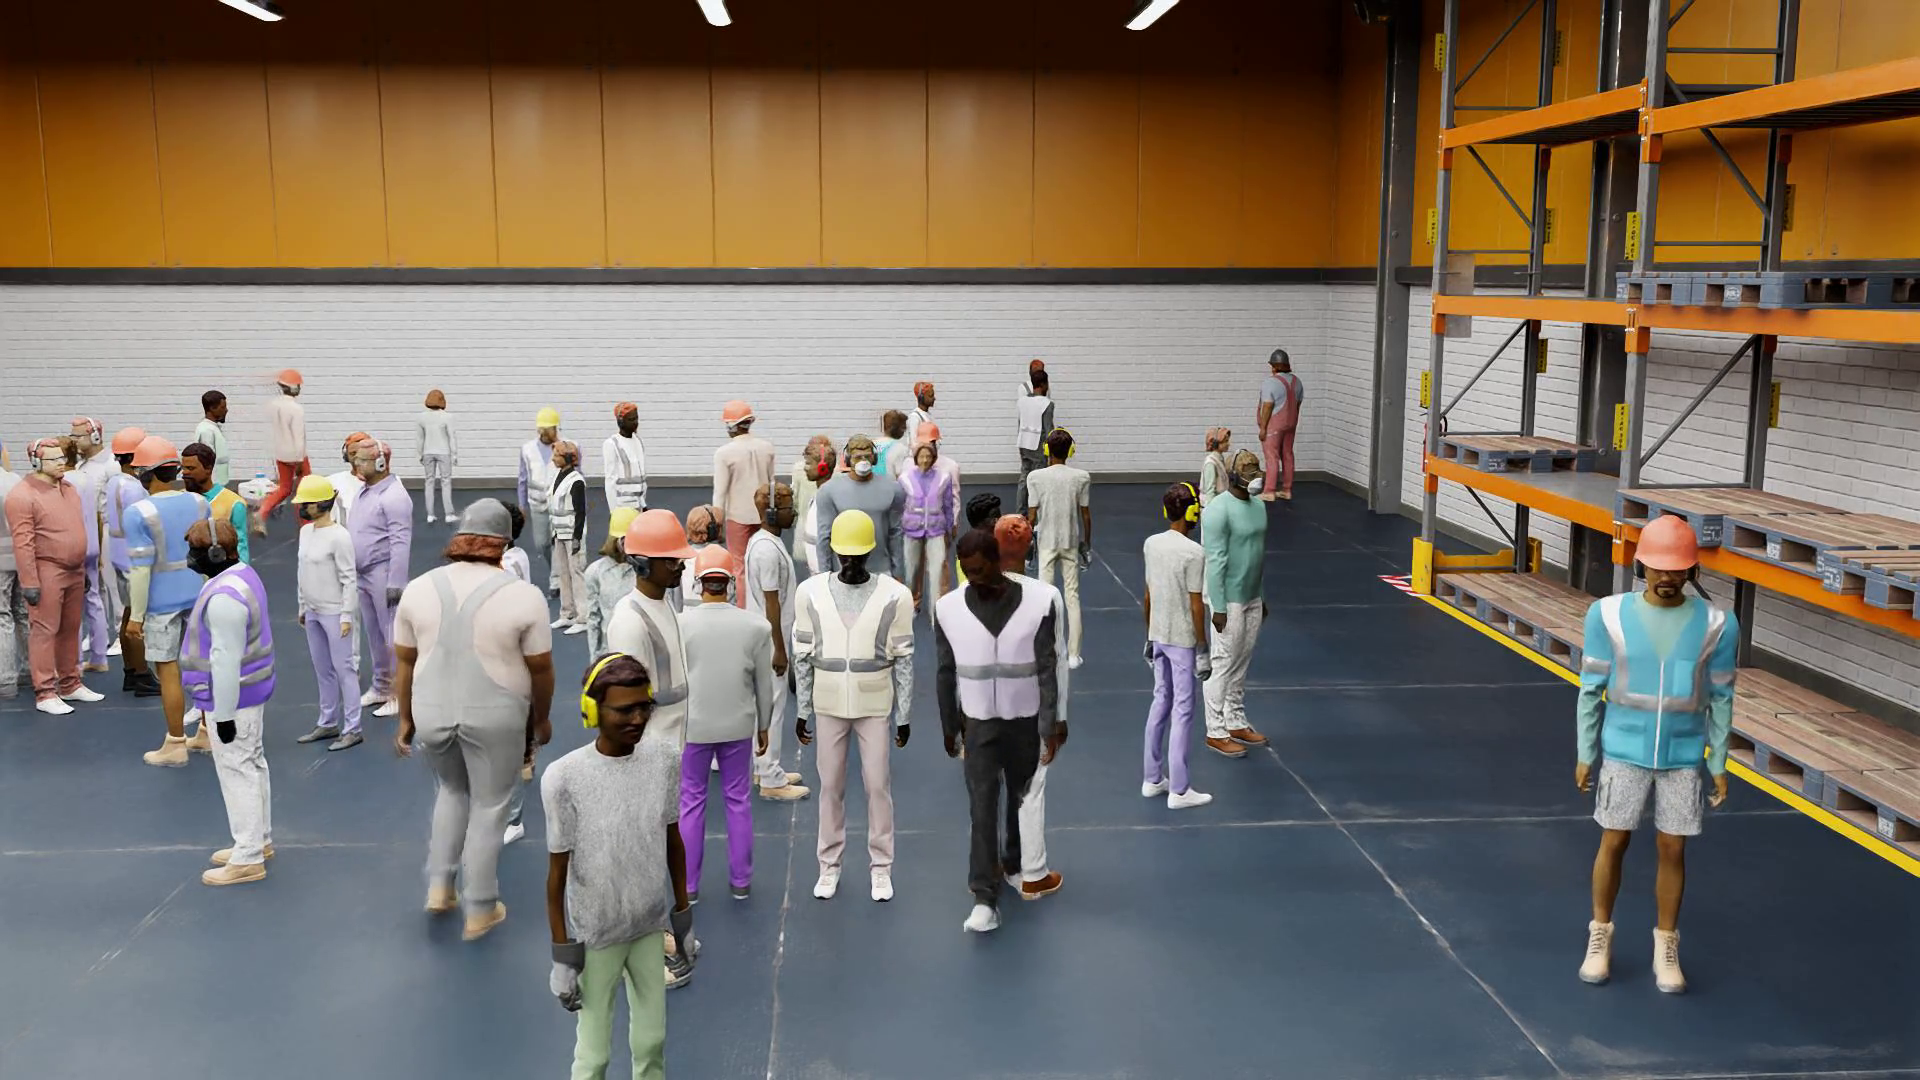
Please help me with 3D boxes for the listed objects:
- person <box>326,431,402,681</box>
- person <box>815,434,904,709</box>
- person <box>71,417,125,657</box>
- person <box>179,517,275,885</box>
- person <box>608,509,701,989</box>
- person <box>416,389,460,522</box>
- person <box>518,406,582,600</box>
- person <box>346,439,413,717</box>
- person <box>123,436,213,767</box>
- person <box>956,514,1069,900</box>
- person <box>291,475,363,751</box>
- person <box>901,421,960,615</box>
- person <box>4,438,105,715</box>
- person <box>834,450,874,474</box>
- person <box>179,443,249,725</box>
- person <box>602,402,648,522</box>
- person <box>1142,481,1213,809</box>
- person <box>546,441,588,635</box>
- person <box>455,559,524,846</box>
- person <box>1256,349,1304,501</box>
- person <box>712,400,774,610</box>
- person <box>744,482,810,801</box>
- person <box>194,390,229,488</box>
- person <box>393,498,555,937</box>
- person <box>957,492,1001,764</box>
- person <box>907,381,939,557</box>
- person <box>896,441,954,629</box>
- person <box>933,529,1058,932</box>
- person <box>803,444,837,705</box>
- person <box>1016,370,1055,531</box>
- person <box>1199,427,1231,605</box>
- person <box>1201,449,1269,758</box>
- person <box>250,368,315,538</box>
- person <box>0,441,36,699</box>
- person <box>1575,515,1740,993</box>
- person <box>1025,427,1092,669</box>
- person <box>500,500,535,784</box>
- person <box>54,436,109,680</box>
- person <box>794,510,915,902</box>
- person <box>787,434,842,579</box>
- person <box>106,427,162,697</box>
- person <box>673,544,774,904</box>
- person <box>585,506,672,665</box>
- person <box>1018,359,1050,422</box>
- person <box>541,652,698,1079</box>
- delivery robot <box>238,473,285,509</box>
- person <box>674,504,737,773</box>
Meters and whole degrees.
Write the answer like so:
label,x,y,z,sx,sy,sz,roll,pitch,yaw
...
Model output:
label,x,y,z,sx,sy,sz,roll,pitch,yaw
person,-4.381,0.141,12.260,0.585,1.882,0.343,-3,10,-20
person,-0.684,0.231,11.522,0.635,1.938,0.359,-3,10,-21
person,-6.876,-0.025,13.236,0.652,1.906,0.403,4,10,23
person,-3.659,0.794,8.330,0.429,1.837,0.629,-2,9,-15
person,-1.292,0.878,7.141,0.392,2.041,0.615,0,9,1
person,-6.404,-1.028,20.385,0.502,1.632,0.277,1,9,8
person,-3.858,-0.371,15.721,0.603,1.807,0.760,0,9,0
person,-4.022,0.252,11.487,0.410,1.913,0.643,-8,12,-43
person,-4.884,0.380,10.263,0.382,2.045,0.605,4,10,22
person,0.260,0.807,8.082,0.583,1.883,0.350,4,10,26
person,-4.061,0.460,10.632,0.533,1.767,0.305,7,11,35
person,-0.281,-0.168,14.604,0.559,1.753,0.328,2,9,15
person,-6.275,0.242,11.562,0.409,1.907,0.651,1,9,5
person,-0.764,0.192,12.348,0.335,1.749,0.575,-1,9,-4
person,-5.020,0.302,11.144,0.587,1.920,0.391,3,10,18
person,-3.021,-0.314,15.121,0.340,1.882,0.585,3,10,19
person,1.240,0.594,9.509,0.321,1.860,0.518,-5,10,-30
person,-3.315,-0.027,14.081,0.307,1.641,0.512,-7,12,-38
person,-2.527,0.810,8.847,0.507,1.632,0.264,7,11,36
person,4.246,-1.549,22.383,0.684,2.000,0.538,-7,11,-36
person,-1.836,-0.191,14.075,0.631,1.981,0.433,-8,12,-43
person,-1.068,0.581,9.621,0.340,1.845,0.513,-2,9,-12
person,-7.301,-0.505,16.256,0.388,1.910,0.591,-3,10,-20
person,-2.211,0.793,7.681,0.710,2.000,0.546,1,9,9
person,0.145,0.547,10.302,0.317,1.696,0.539,3,9,17
person,-0.392,-0.769,17.981,0.351,1.882,0.582,2,9,12
person,-0.313,-0.064,14.420,0.525,1.610,0.795,-1,9,-4
person,0.160,0.871,7.784,0.577,1.852,0.938,0,9,0
person,-0.917,0.238,11.769,0.391,1.846,0.564,-2,9,-9
person,0.888,-1.063,19.764,0.396,1.910,0.589,-7,11,-37
person,2.342,-0.220,15.295,0.310,1.638,0.522,3,9,16
person,1.761,0.387,10.547,0.371,1.940,0.632,7,11,36
person,-7.682,-0.971,18.975,0.619,1.976,0.797,6,11,32
person,-6.889,0.168,11.923,0.416,1.940,0.607,1,9,4
person,2.919,0.901,7.004,0.614,2.038,0.396,3,9,18
person,0.751,0.067,12.776,0.532,1.870,0.316,-1,9,-5
person,-2.684,0.609,9.910,0.318,1.697,0.534,-1,9,-8
person,-6.641,0.134,12.478,0.358,1.835,0.516,3,9,17
person,-0.511,0.798,8.040,0.586,1.918,0.395,1,9,5
person,-1.288,-0.166,15.019,0.524,1.615,0.434,3,10,19
person,-5.918,0.157,11.989,0.360,1.939,0.543,-8,12,-40
person,-1.186,0.886,8.052,0.574,1.737,0.354,-3,10,-21
person,-1.880,0.660,9.506,0.493,1.732,0.366,0,9,-1
person,1.039,-1.540,22.851,0.583,1.879,0.365,-8,12,-41
person,-1.071,1.263,5.298,0.510,1.862,0.327,-8,12,-41
delivery robot,-8.709,-0.593,20.736,0.477,0.478,0.707,-9,13,-43
person,-1.542,0.599,10.153,0.510,1.640,0.308,7,12,38
